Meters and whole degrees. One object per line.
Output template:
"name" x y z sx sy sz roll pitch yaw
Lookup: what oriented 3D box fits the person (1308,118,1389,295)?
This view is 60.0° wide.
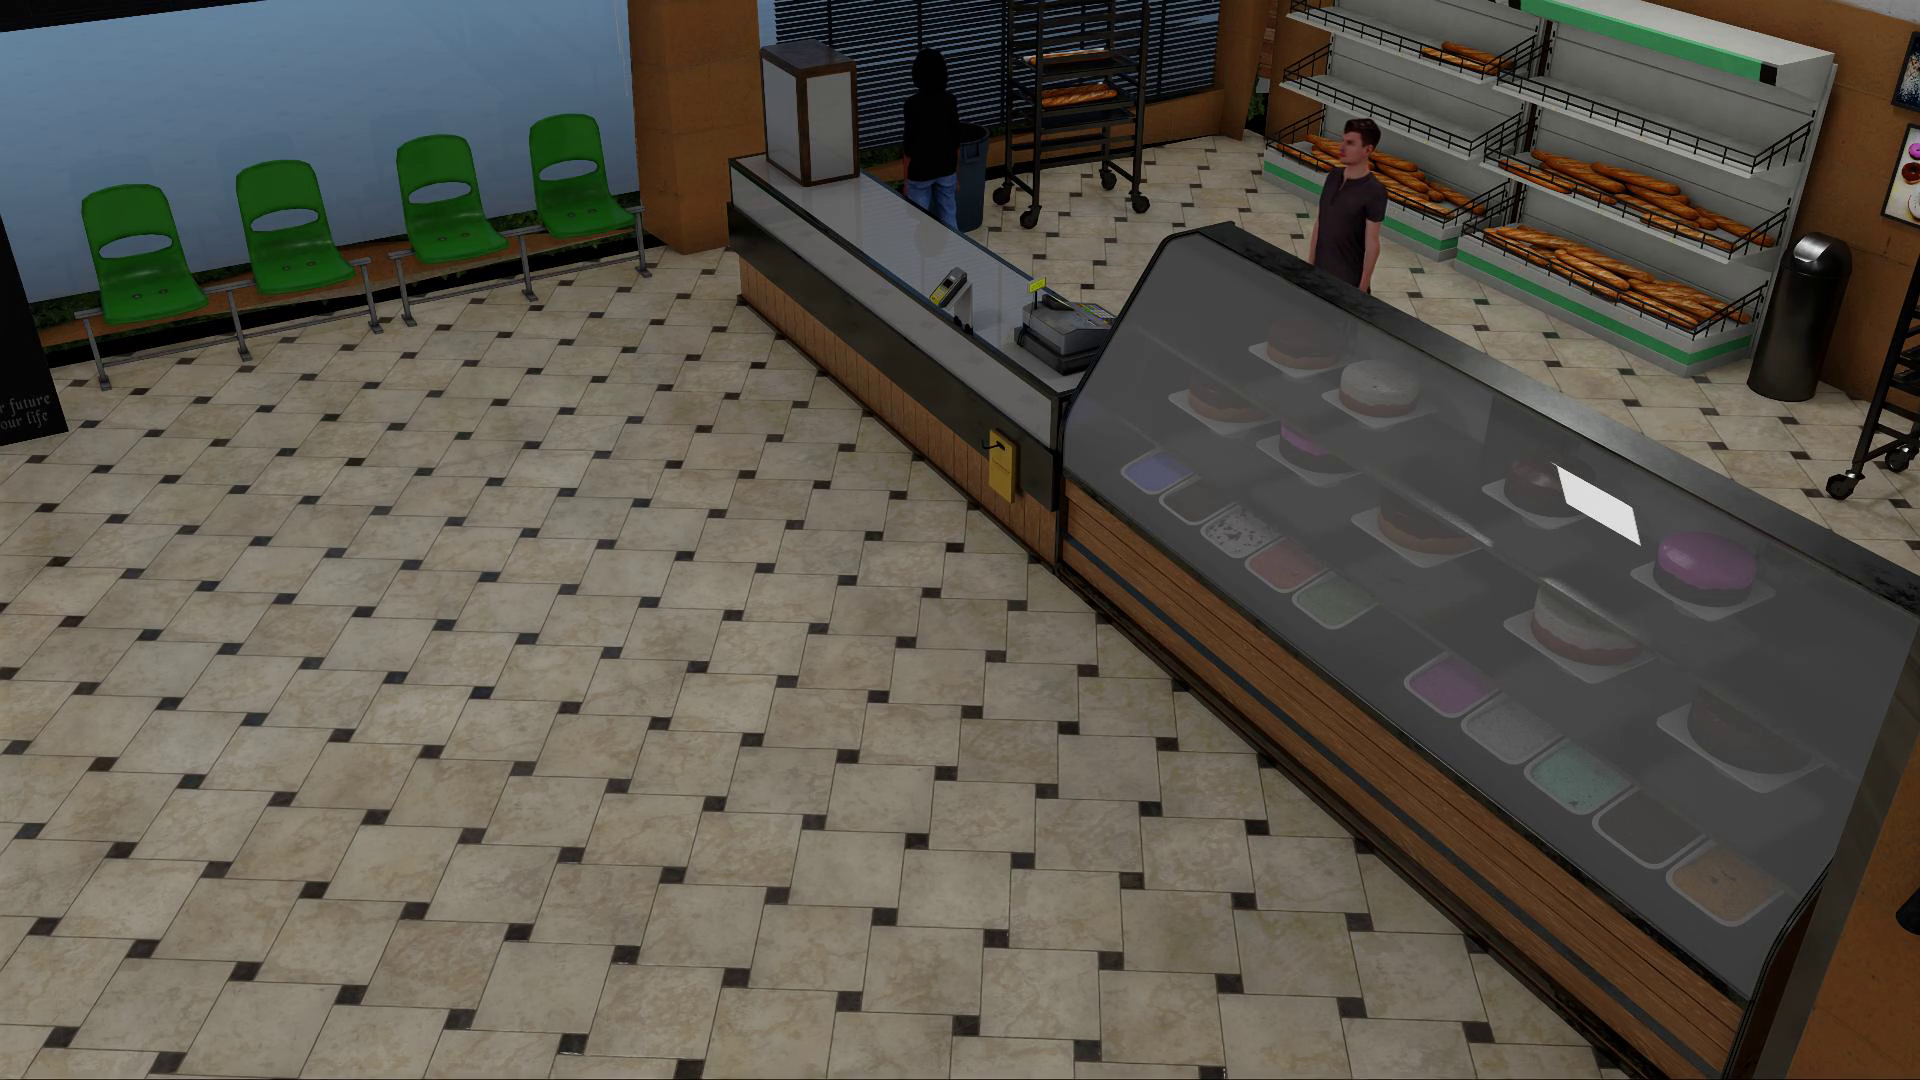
"person" 2.143 -1.460 9.337 0.525 1.853 0.632 -17 36 -25

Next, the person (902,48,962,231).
"person" -0.189 -2.396 10.985 0.520 1.701 0.661 -11 34 -18
